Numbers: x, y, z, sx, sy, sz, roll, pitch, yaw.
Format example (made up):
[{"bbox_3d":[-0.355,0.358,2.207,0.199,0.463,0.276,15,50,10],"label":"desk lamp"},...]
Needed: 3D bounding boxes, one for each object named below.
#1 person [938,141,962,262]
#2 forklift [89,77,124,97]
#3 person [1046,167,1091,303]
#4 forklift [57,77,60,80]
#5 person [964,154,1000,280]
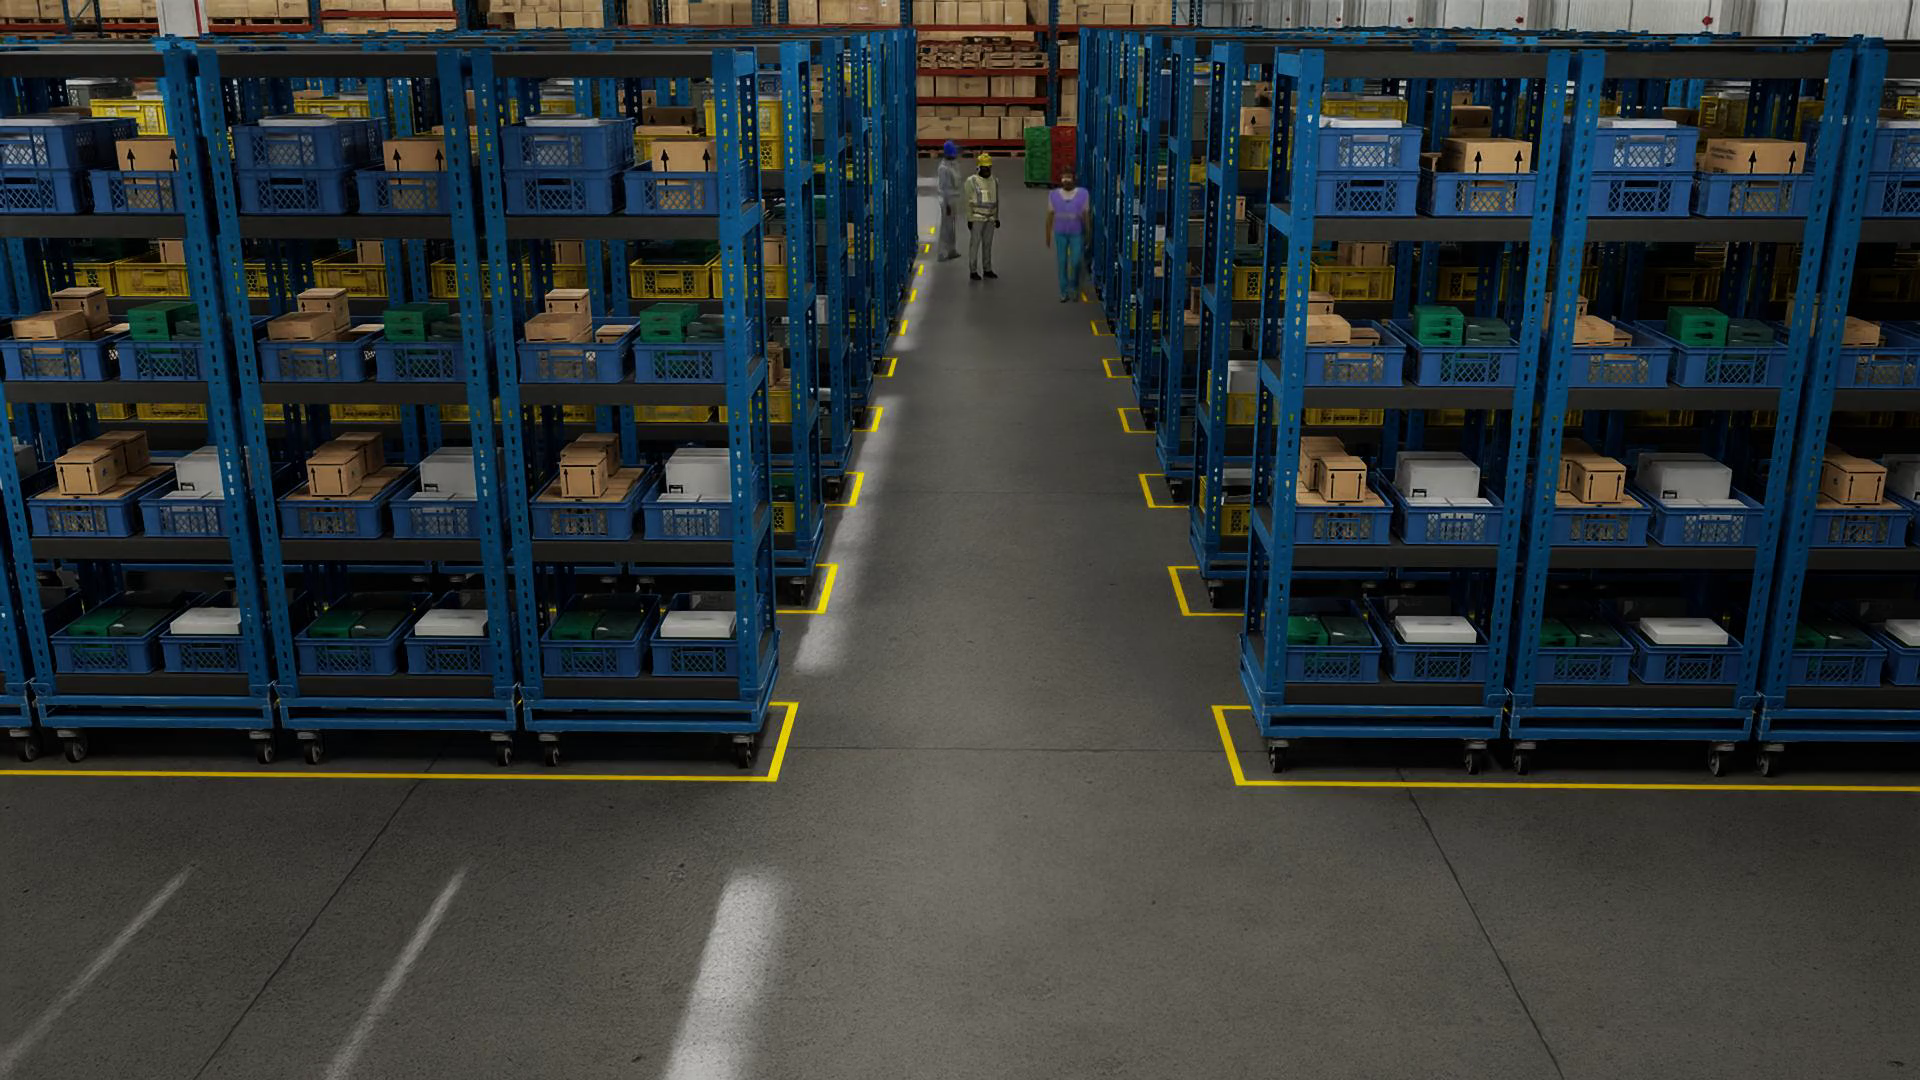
[{"bbox_3d":[-0.143,-5.391,26.454,0.393,1.898,0.743,6,18,18],"label":"person"},{"bbox_3d":[-23.964,-12.302,46.845,1.129,2.768,1.873,0,17,0],"label":"forklift"},{"bbox_3d":[1.459,-4.115,22.476,0.605,1.826,0.508,4,18,12],"label":"person"},{"bbox_3d":[-23.967,-11.333,43.757,1.129,2.768,1.873,-16,24,-42],"label":"forklift"},{"bbox_3d":[0.349,-4.773,24.569,0.588,1.834,0.403,-12,21,-34],"label":"person"}]
